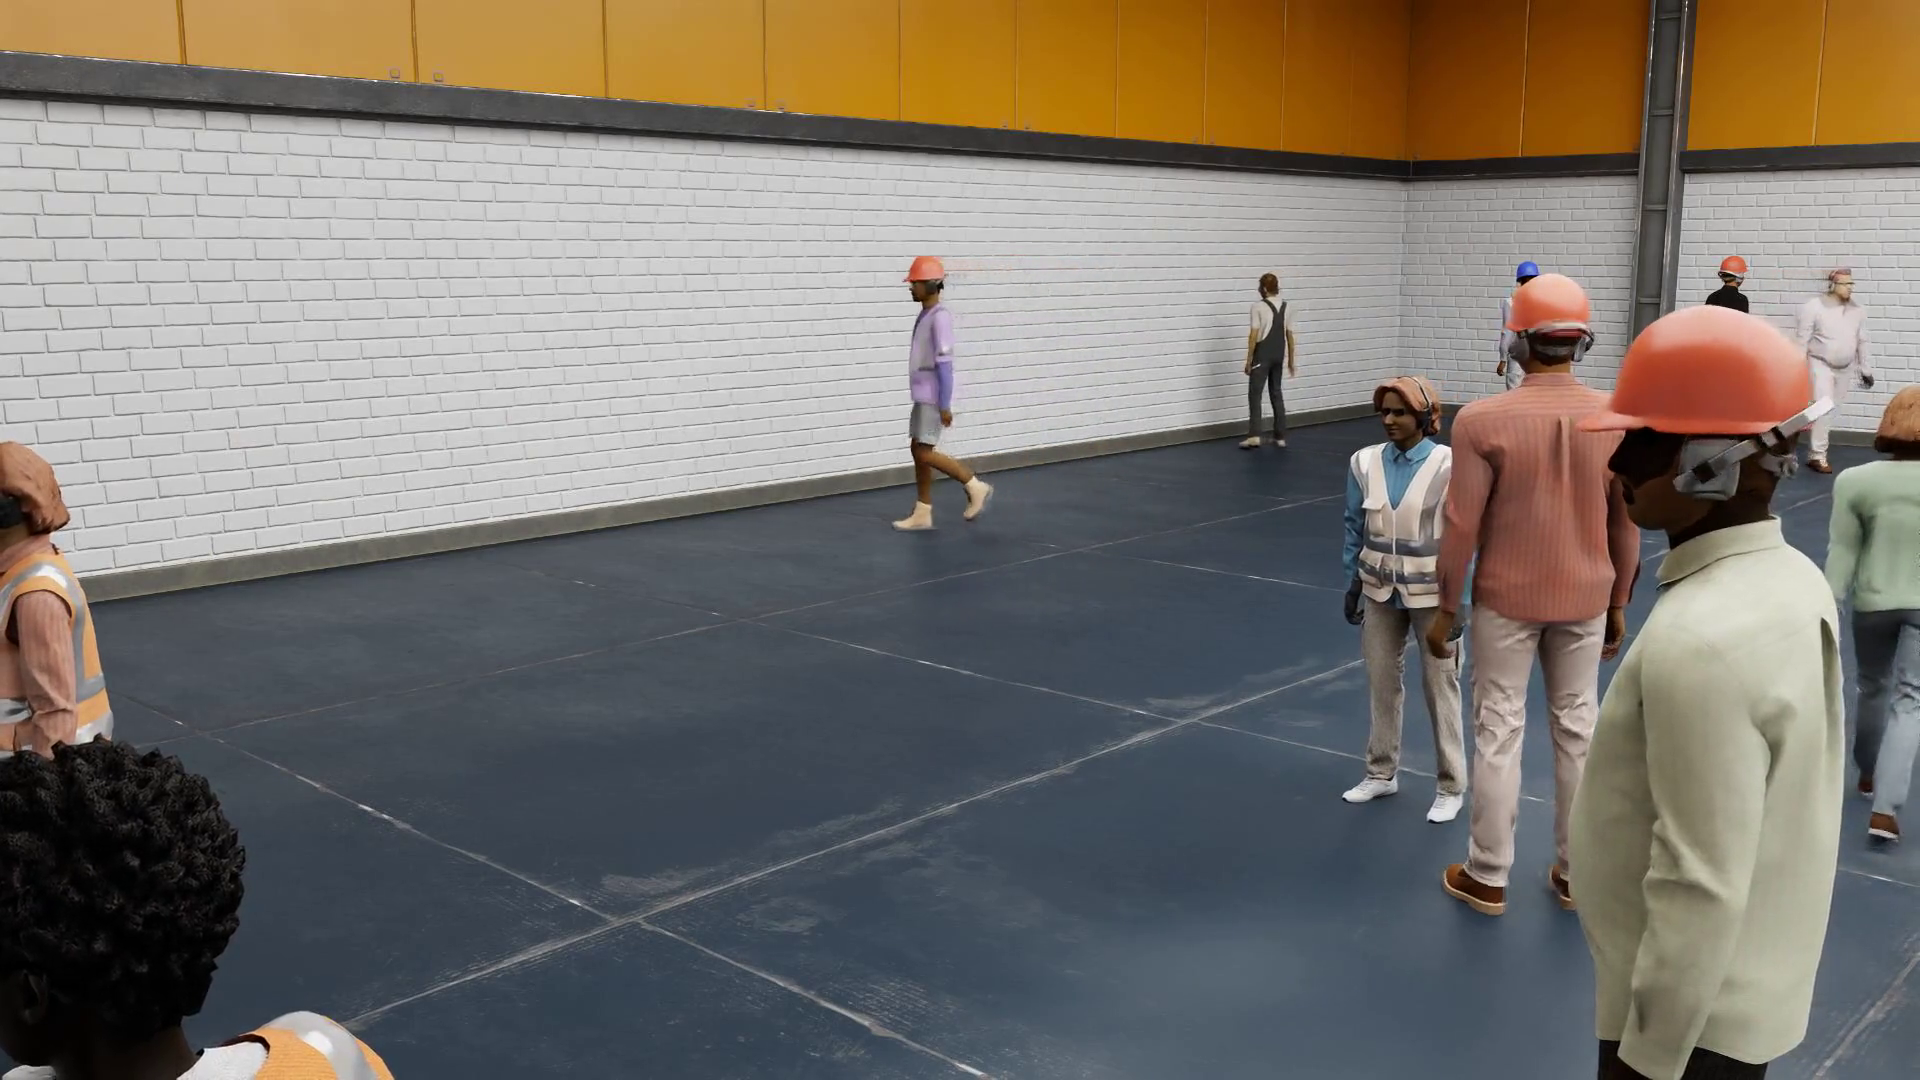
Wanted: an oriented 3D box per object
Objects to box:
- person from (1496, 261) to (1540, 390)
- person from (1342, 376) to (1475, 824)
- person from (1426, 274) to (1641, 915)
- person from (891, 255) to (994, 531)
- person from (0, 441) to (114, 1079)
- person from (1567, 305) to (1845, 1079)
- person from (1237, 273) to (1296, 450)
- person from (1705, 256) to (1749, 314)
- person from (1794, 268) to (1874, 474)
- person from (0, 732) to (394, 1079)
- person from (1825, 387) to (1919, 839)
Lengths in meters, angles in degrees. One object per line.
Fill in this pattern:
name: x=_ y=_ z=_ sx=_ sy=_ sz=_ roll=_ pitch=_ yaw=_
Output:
person: x=5.748 y=-1.847 z=16.889 sx=0.604 sy=1.937 sz=0.402 roll=-2 pitch=10 yaw=-10
person: x=1.634 y=0.214 z=6.061 sx=0.523 sy=1.626 sz=0.333 roll=9 pitch=14 yaw=42
person: x=1.769 y=0.181 z=5.186 sx=0.664 sy=1.994 sz=0.402 roll=-1 pitch=10 yaw=-3
person: x=-0.150 y=-1.060 z=12.166 sx=0.657 sy=2.026 sz=0.613 roll=-2 pitch=10 yaw=-12
person: x=-2.162 y=0.579 z=3.929 sx=0.310 sy=1.639 sz=0.514 roll=-6 pitch=12 yaw=-32
person: x=1.064 y=0.658 z=2.468 sx=0.391 sy=1.991 sz=0.625 roll=7 pitch=12 yaw=34
person: x=3.175 y=-1.833 z=17.205 sx=0.755 sy=1.810 sz=0.530 roll=-5 pitch=11 yaw=-28
person: x=7.775 y=-1.873 z=16.869 sx=0.371 sy=1.997 sz=0.622 roll=-2 pitch=10 yaw=-12
person: x=8.118 y=-1.561 z=15.403 sx=0.666 sy=1.880 sz=0.711 roll=-2 pitch=10 yaw=-12
person: x=-0.661 y=0.994 z=1.432 sx=0.321 sy=1.690 sz=0.529 roll=3 pitch=11 yaw=18
person: x=3.394 y=0.247 z=5.983 sx=0.506 sy=1.587 sz=0.848 roll=8 pitch=13 yaw=39
